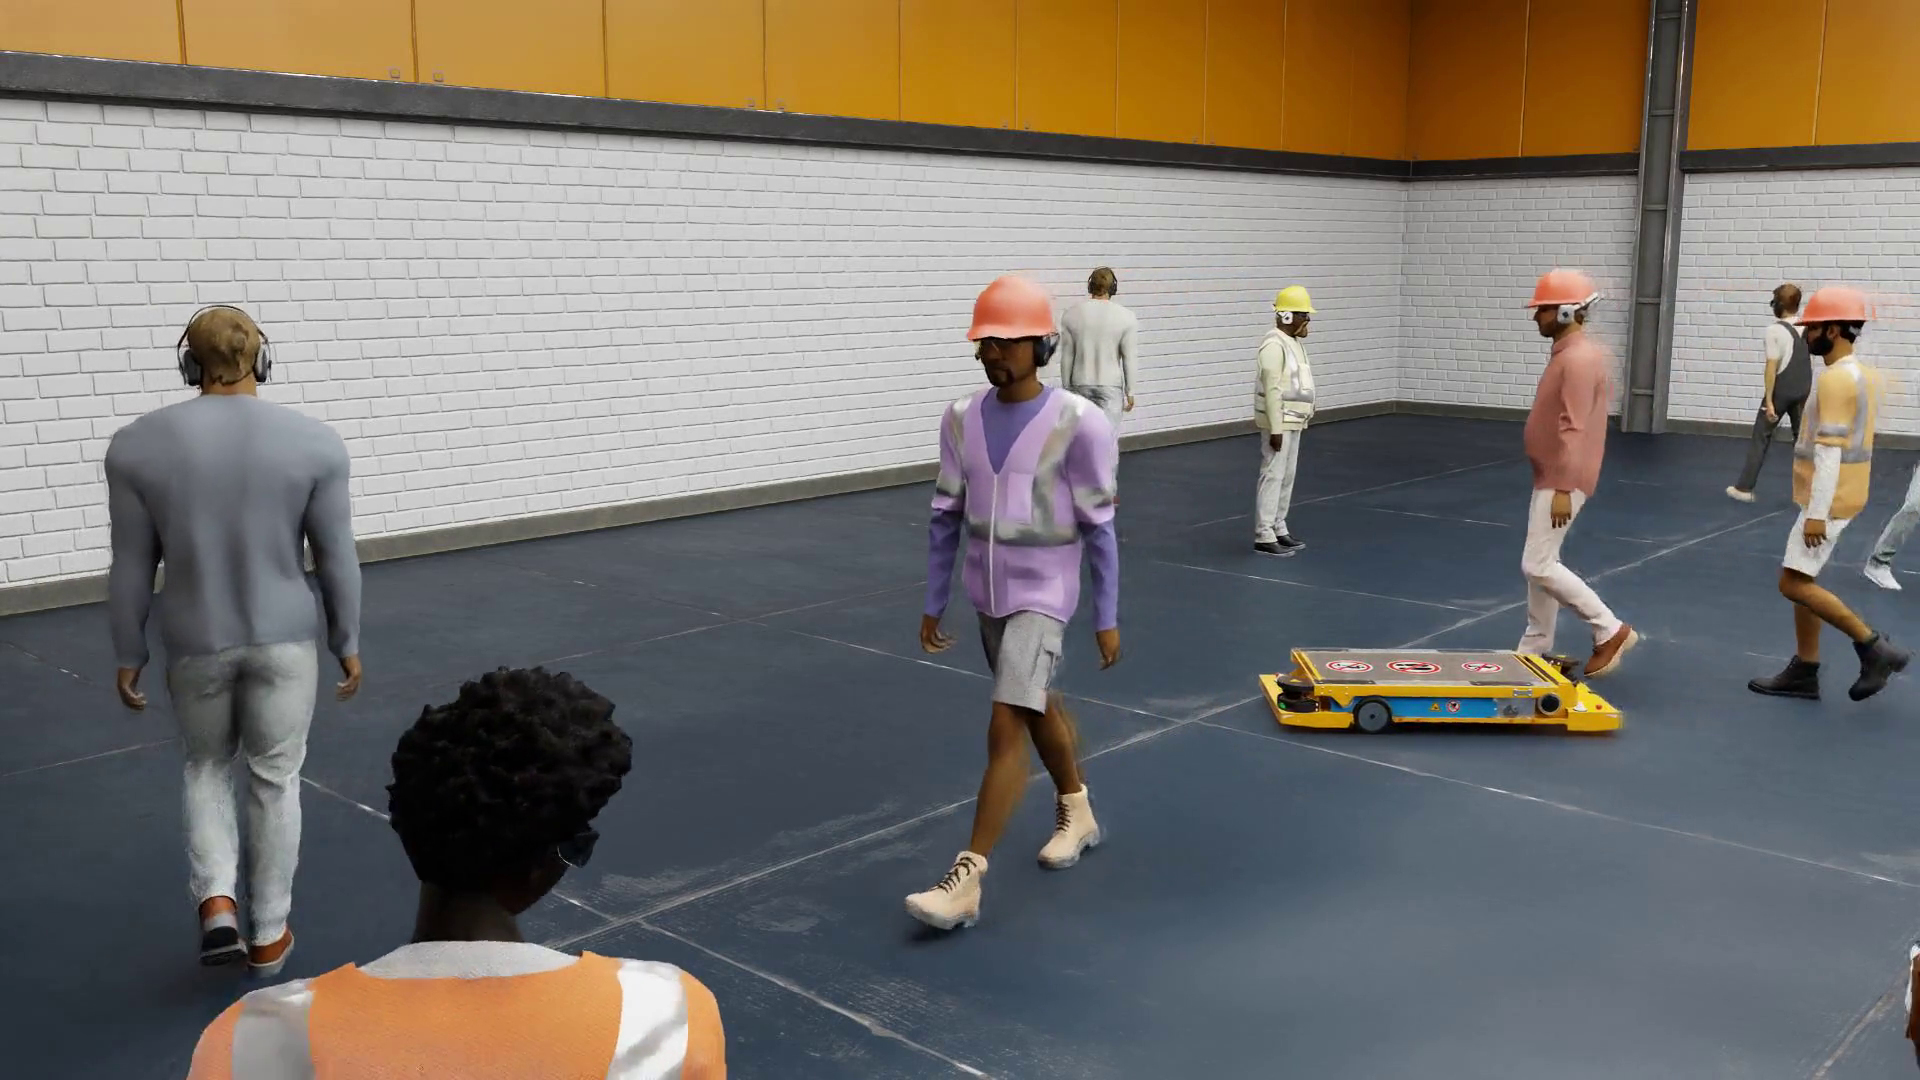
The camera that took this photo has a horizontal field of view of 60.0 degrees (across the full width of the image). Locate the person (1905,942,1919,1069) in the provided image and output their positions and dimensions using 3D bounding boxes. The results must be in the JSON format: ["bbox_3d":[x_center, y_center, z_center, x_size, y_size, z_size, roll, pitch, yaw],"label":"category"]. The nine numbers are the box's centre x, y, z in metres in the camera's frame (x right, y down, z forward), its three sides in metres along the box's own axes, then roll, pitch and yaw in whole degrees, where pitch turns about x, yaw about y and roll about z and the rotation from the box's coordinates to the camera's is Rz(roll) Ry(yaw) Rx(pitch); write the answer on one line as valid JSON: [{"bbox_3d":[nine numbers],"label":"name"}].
[{"bbox_3d":[0.882,1.010,1.559,0.542,1.615,0.504,8,13,39],"label":"person"}]

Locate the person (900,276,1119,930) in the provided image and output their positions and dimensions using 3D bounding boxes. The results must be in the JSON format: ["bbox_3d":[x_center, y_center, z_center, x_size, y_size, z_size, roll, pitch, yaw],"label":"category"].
[{"bbox_3d":[0.168,0.170,5.264,0.627,1.988,1.077,8,13,38],"label":"person"}]

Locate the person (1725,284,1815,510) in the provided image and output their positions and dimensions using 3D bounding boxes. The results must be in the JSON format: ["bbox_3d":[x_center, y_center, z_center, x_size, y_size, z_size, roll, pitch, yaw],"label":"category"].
[{"bbox_3d":[6.635,-1.143,13.319,0.530,1.800,0.980,-2,10,-10],"label":"person"}]

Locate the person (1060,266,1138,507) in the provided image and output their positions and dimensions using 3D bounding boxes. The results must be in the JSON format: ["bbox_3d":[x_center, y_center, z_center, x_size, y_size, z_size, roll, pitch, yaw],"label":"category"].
[{"bbox_3d":[1.108,-1.209,13.300,0.630,1.934,0.366,3,10,17],"label":"person"}]

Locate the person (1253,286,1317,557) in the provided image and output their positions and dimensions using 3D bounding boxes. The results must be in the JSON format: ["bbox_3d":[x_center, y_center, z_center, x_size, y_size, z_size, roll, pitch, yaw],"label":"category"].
[{"bbox_3d":[2.203,-0.803,11.288,0.403,1.822,0.593,5,11,26],"label":"person"}]

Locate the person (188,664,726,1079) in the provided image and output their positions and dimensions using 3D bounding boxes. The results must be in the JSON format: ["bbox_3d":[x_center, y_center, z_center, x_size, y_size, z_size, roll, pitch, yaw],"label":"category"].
[{"bbox_3d":[-0.493,0.959,1.681,0.578,1.659,0.403,-3,10,-16],"label":"person"}]

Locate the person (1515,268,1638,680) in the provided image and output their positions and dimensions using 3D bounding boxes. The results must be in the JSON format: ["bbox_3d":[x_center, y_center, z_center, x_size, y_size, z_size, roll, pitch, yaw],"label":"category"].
[{"bbox_3d":[2.857,-0.283,7.851,0.575,1.981,0.642,2,10,12],"label":"person"}]

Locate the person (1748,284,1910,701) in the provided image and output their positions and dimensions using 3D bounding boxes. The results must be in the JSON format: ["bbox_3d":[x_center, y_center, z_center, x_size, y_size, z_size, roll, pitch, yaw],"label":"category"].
[{"bbox_3d":[3.954,-0.186,7.492,0.541,1.914,0.559,6,12,31],"label":"person"}]

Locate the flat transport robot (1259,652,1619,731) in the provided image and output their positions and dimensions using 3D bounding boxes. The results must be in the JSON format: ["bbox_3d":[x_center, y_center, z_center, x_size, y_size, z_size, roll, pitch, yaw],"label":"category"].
[{"bbox_3d":[2.095,0.654,7.392,1.431,0.197,0.652,0,10,2],"label":"flat transport robot"}]

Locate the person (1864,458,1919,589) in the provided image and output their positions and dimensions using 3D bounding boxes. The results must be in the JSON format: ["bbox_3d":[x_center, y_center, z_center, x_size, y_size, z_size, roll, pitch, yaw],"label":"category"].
[{"bbox_3d":[5.862,-0.487,9.859,0.481,1.695,0.925,-4,11,-21],"label":"person"}]

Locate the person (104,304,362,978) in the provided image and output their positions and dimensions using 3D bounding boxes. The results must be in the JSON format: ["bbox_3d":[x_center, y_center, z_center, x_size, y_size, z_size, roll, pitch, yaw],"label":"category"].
[{"bbox_3d":[-2.028,0.302,4.707,0.662,1.914,0.467,-3,10,-16],"label":"person"}]
